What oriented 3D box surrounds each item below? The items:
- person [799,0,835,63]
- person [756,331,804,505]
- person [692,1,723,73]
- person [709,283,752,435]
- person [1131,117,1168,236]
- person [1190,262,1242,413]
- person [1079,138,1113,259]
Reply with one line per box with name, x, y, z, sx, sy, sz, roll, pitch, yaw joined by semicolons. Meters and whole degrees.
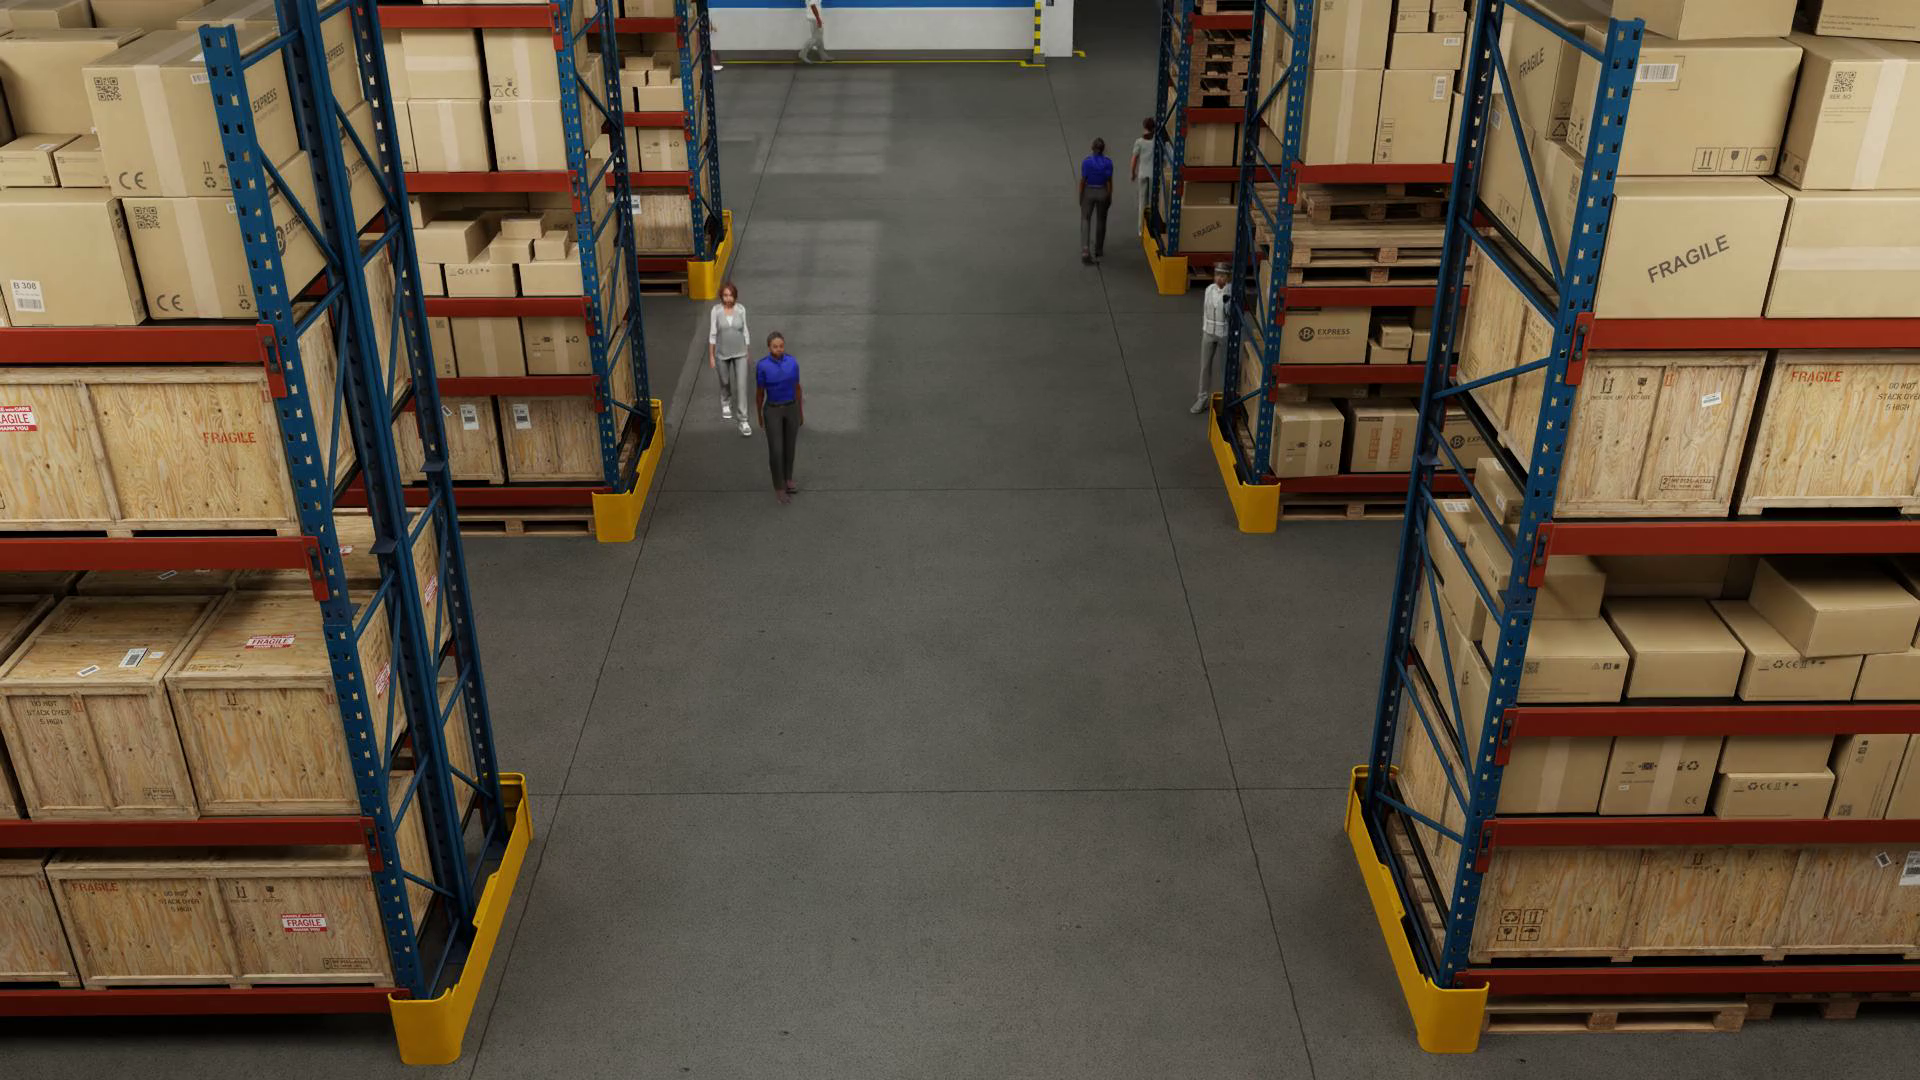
person;-2.899;-10.478;33.372;0.762;1.756;0.609;-4;29;-8
person;-1.708;-1.199;16.233;0.450;1.655;0.561;-12;31;-22
person;-4.955;-10.004;32.561;0.646;1.671;0.463;-12;31;-22
person;-2.454;-1.967;17.749;0.431;1.587;0.737;-5;29;-9
person;2.698;-5.119;23.498;0.578;1.693;0.374;11;30;20
person;2.873;-2.266;18.216;0.486;1.670;0.839;17;33;29
person;1.850;-4.675;22.714;0.446;1.665;0.643;1;28;2
